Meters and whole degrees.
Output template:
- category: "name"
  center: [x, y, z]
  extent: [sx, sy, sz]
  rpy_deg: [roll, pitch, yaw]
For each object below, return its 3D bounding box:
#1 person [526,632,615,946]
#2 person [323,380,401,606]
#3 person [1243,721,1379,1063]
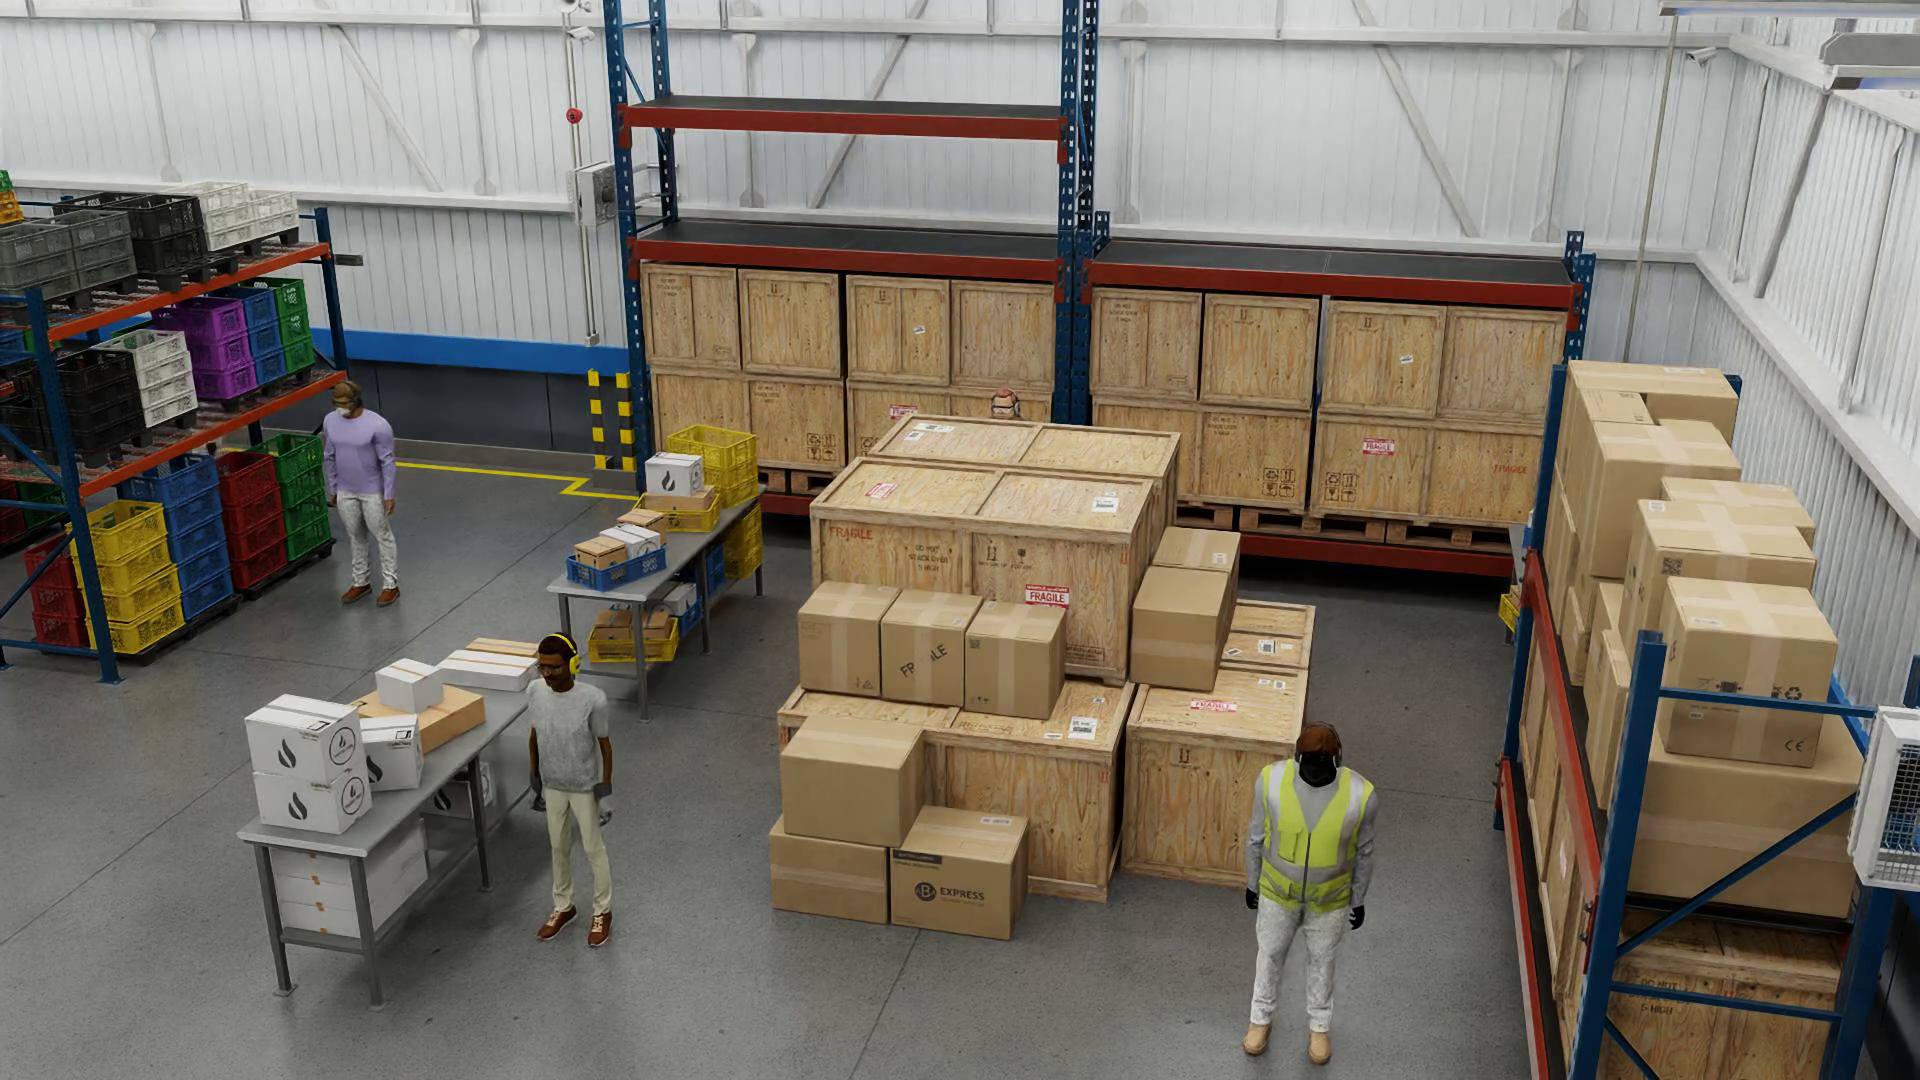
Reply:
- category: "person"
  center: [-2.155, 1.372, 9.193]
  extent: [0.517, 1.873, 0.328]
  rpy_deg: [5, 22, 13]
- category: "person"
  center: [-4.937, -0.397, 13.737]
  extent: [0.627, 1.934, 0.372]
  rpy_deg: [5, 22, 13]
- category: "person"
  center: [1.717, 1.743, 8.263]
  extent: [0.621, 1.845, 0.429]
  rpy_deg: [5, 22, 13]
